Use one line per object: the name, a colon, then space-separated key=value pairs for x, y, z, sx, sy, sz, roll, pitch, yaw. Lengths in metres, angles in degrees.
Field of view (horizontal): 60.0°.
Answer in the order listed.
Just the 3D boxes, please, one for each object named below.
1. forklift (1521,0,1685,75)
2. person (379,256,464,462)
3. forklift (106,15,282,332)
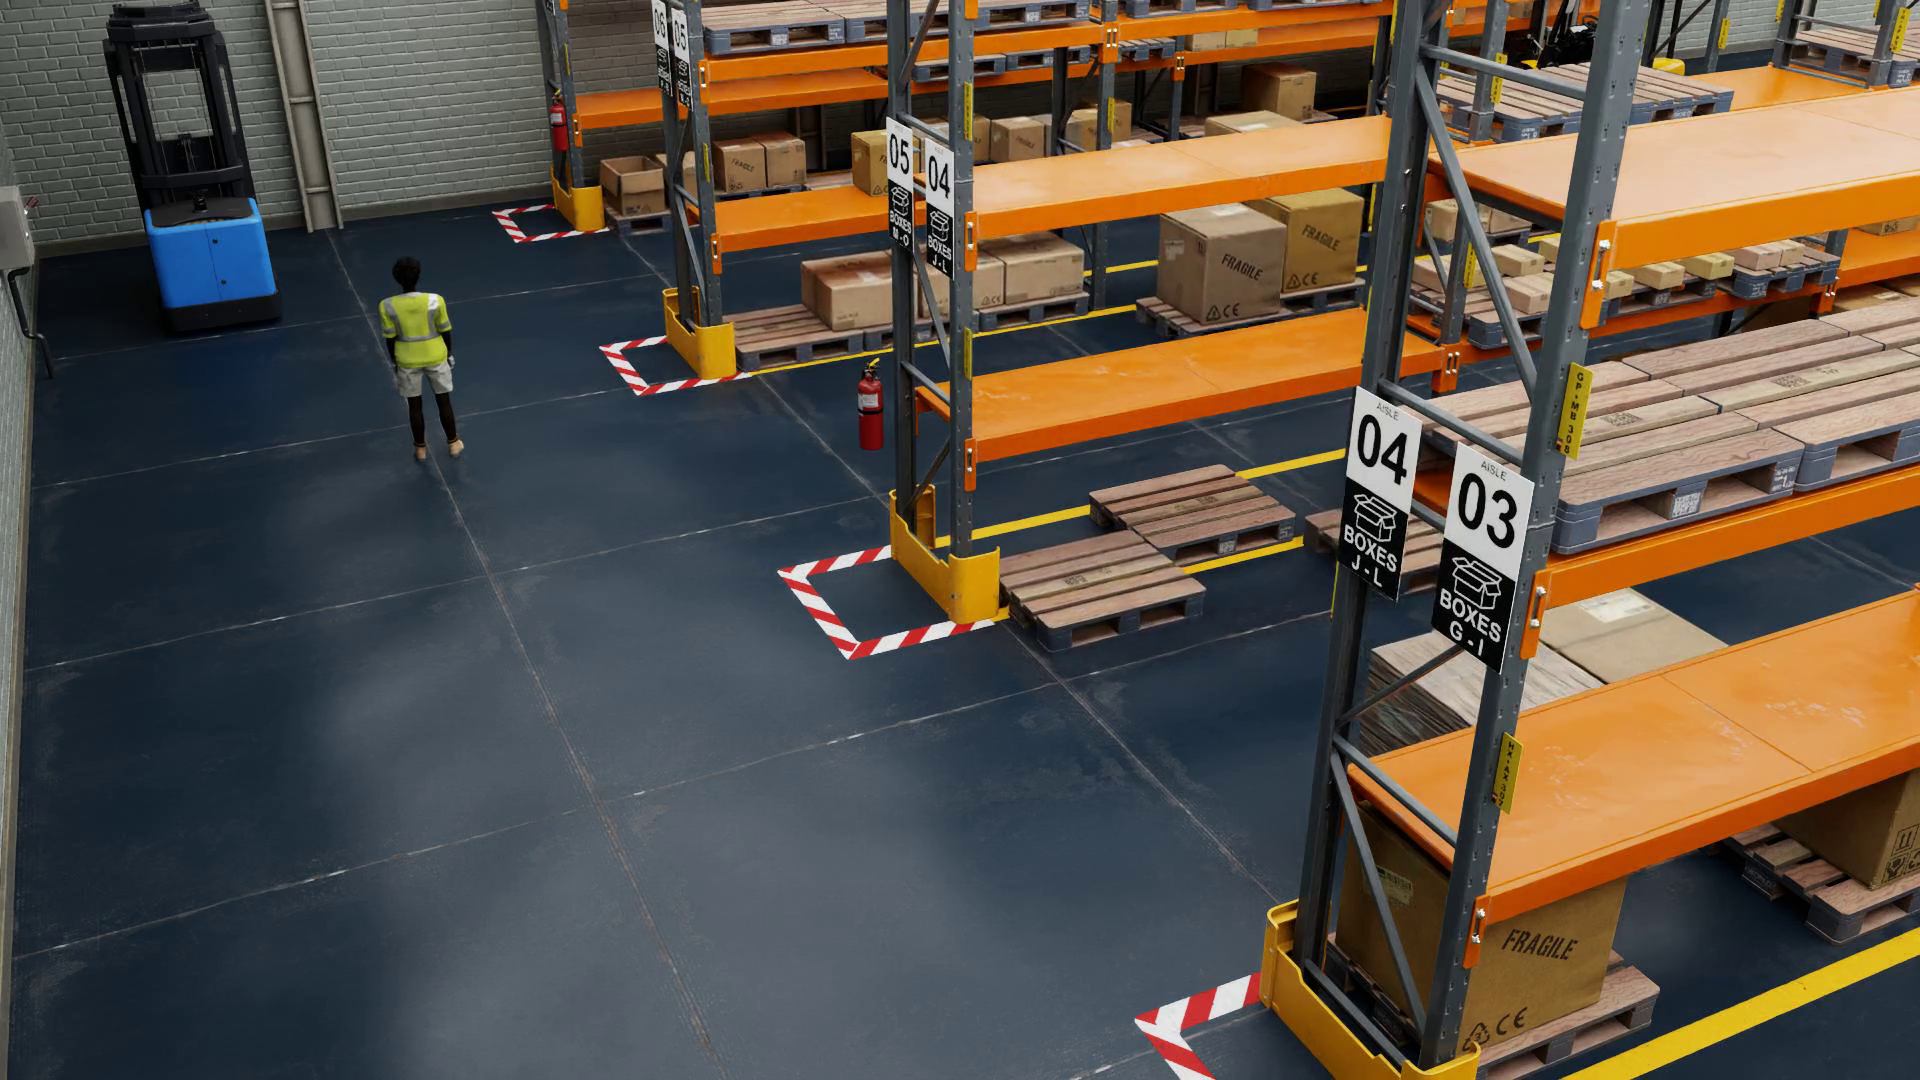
forklift: x=8.950 y=-6.807 z=23.056 sx=1.214 sy=2.155 sz=2.313 roll=-12 pitch=30 yaw=-22
person: x=-4.306 y=-1.442 z=13.311 sx=0.534 sy=1.696 sz=0.318 roll=-7 pitch=28 yaw=-14
forklift: x=-7.548 y=-3.672 z=16.323 sx=1.129 sy=2.768 sz=1.873 roll=-12 pitch=30 yaw=-22
